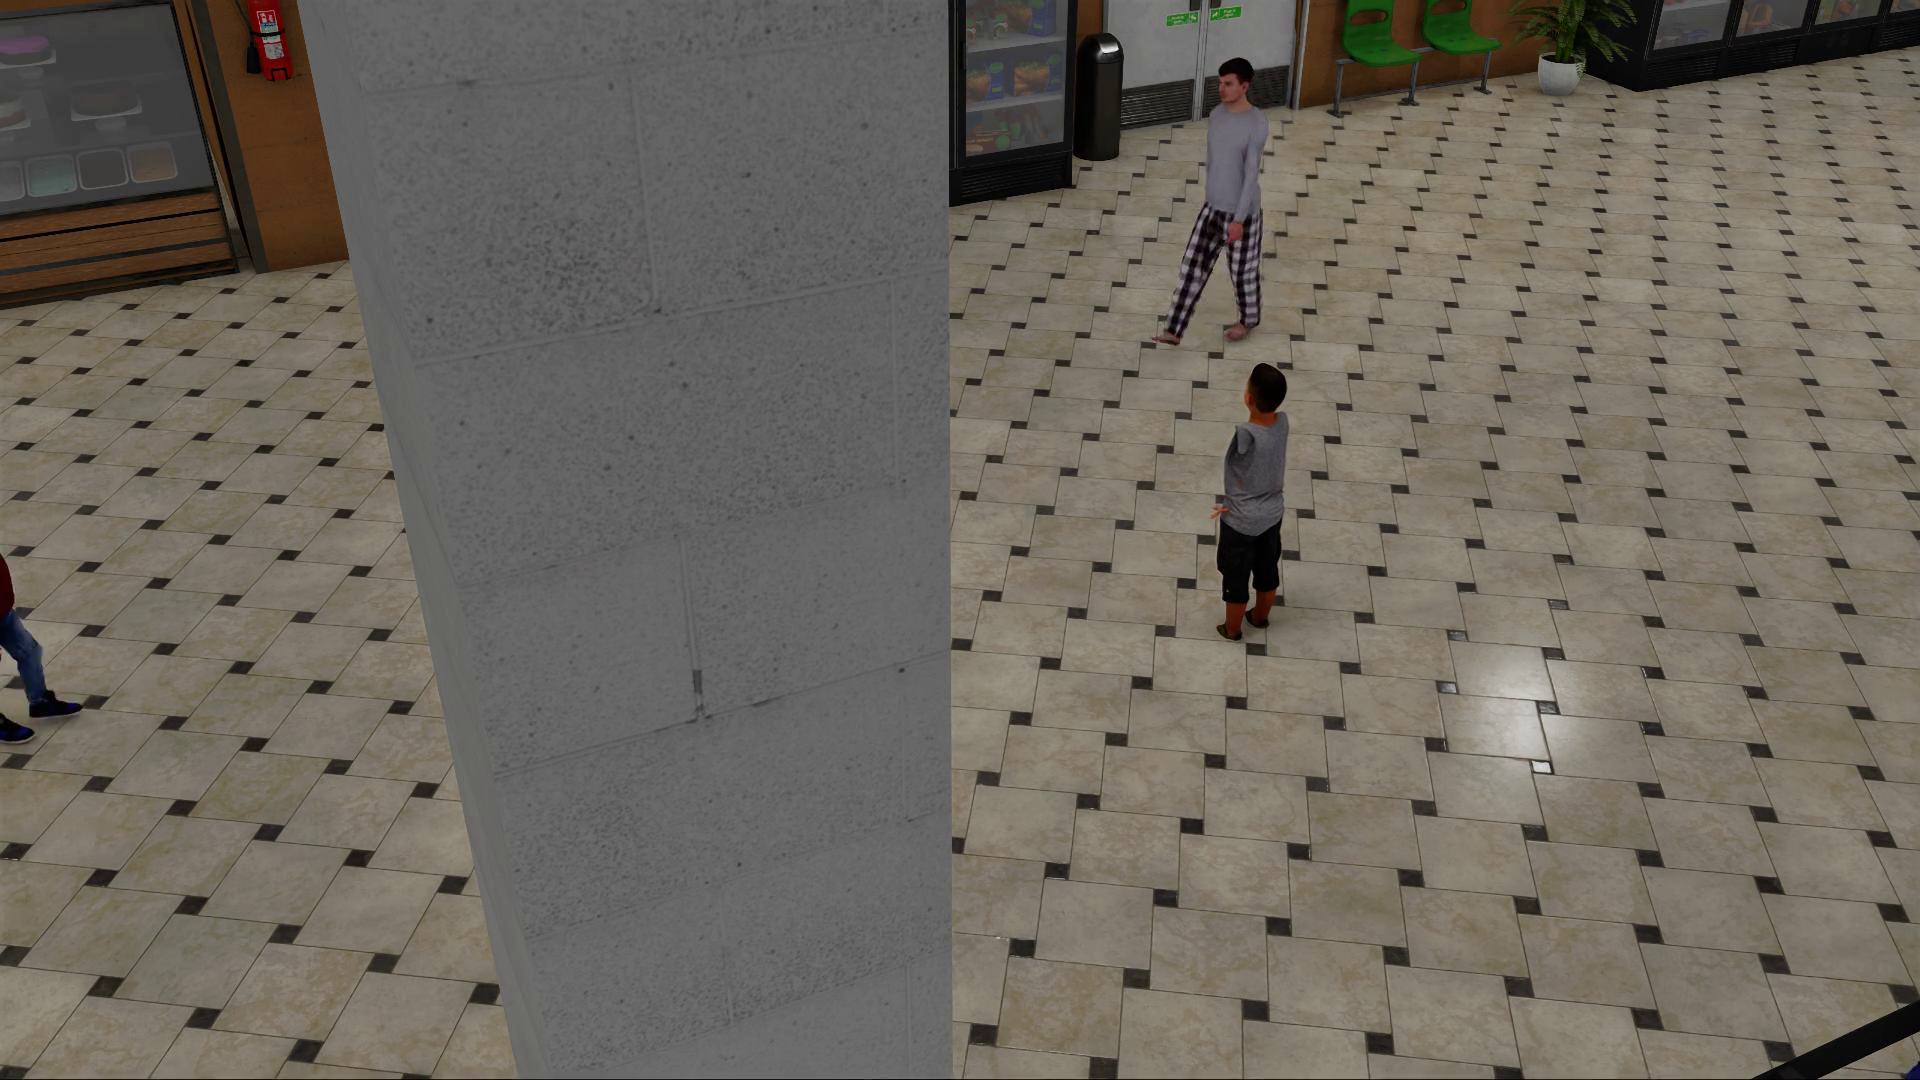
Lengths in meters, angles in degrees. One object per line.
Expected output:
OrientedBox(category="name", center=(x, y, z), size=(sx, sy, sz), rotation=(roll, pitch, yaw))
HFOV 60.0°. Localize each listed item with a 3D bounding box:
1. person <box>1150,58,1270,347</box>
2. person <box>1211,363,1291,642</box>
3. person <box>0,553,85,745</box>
OrientedBox(category="person", center=(1.749, -2.067, 10.321), size=(0.917, 1.813, 1.116), rotation=(-26, 40, -35))
OrientedBox(category="person", center=(1.358, -0.200, 7.657), size=(0.588, 1.456, 0.534), rotation=(-18, 36, -27))
OrientedBox(category="person", center=(-4.189, 0.327, 7.011), size=(0.668, 1.244, 0.618), rotation=(-3, 32, -4))
